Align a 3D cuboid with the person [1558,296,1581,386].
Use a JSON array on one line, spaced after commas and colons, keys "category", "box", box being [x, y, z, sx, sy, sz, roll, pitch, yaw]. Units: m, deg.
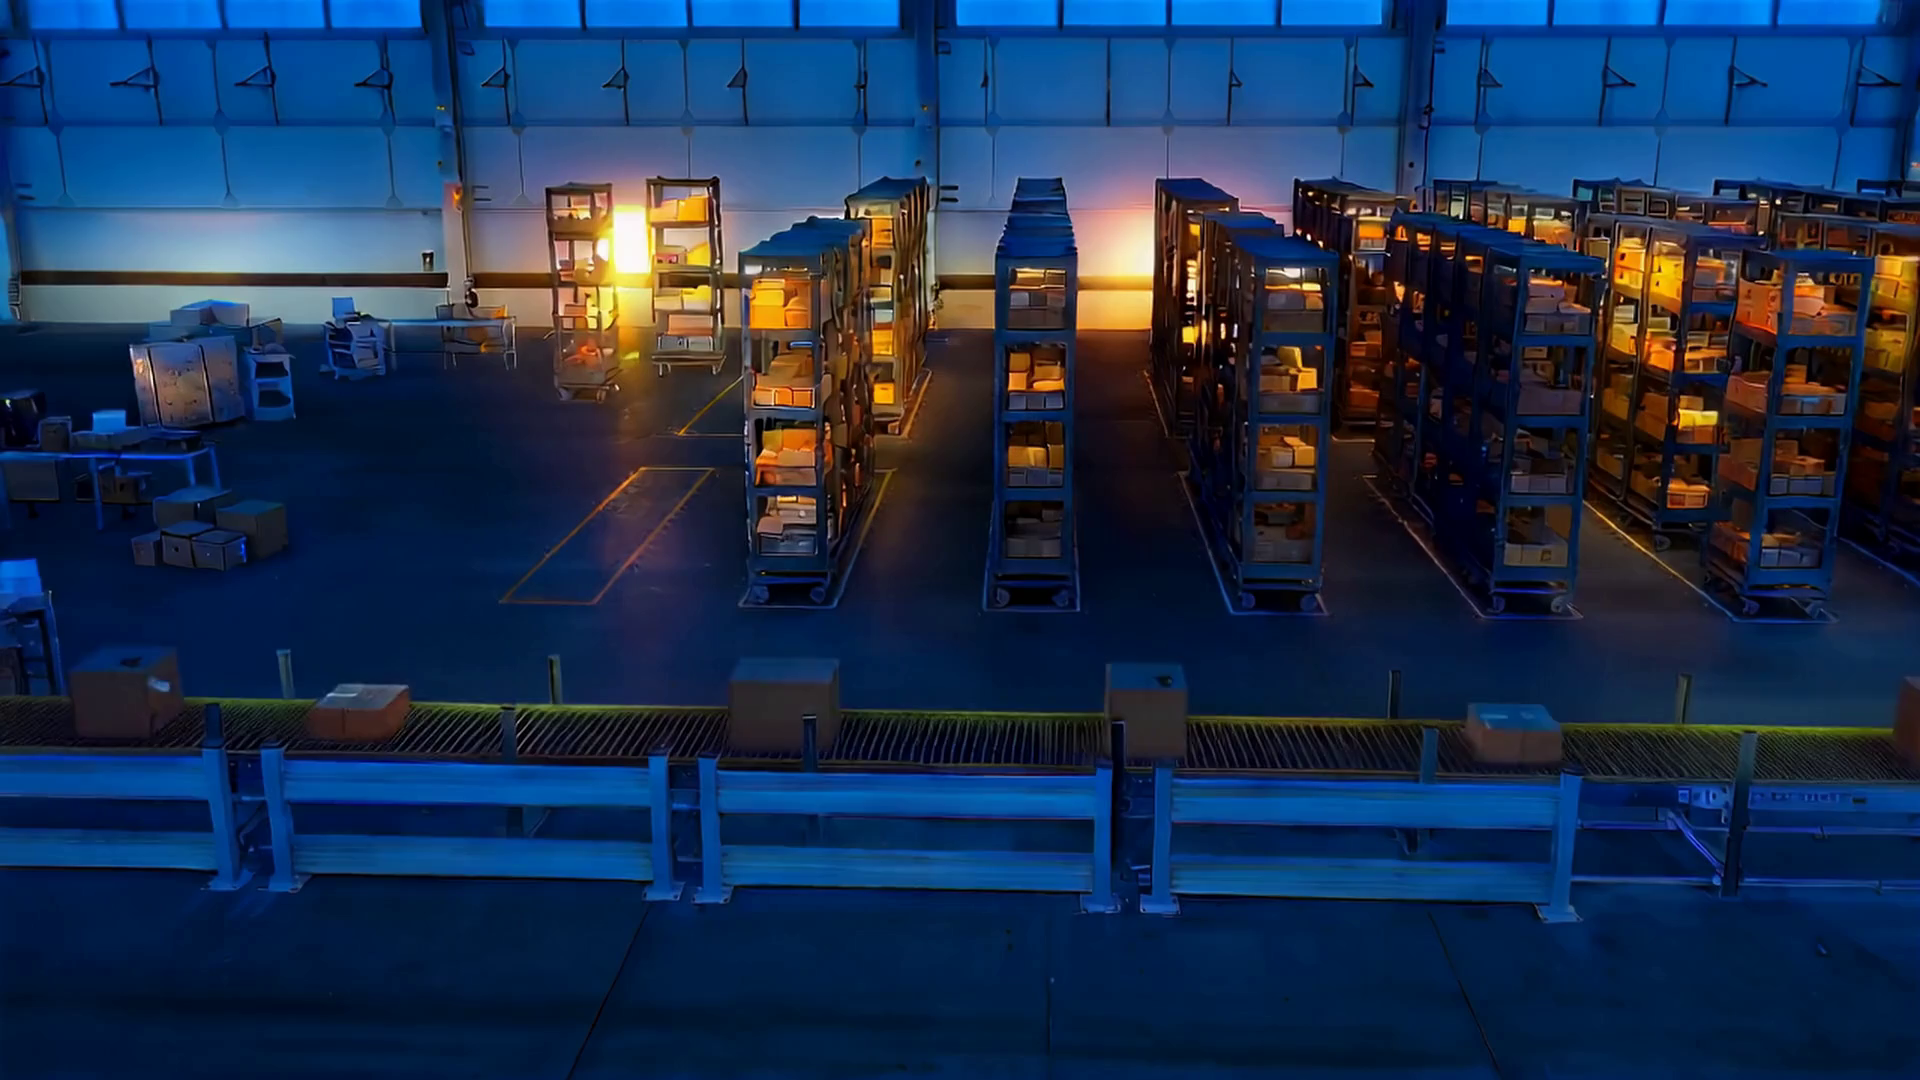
[{"category": "person", "box": [9.895, -3.076, 27.180, 0.395, 1.990, 0.619, -3, 15, -10]}]
